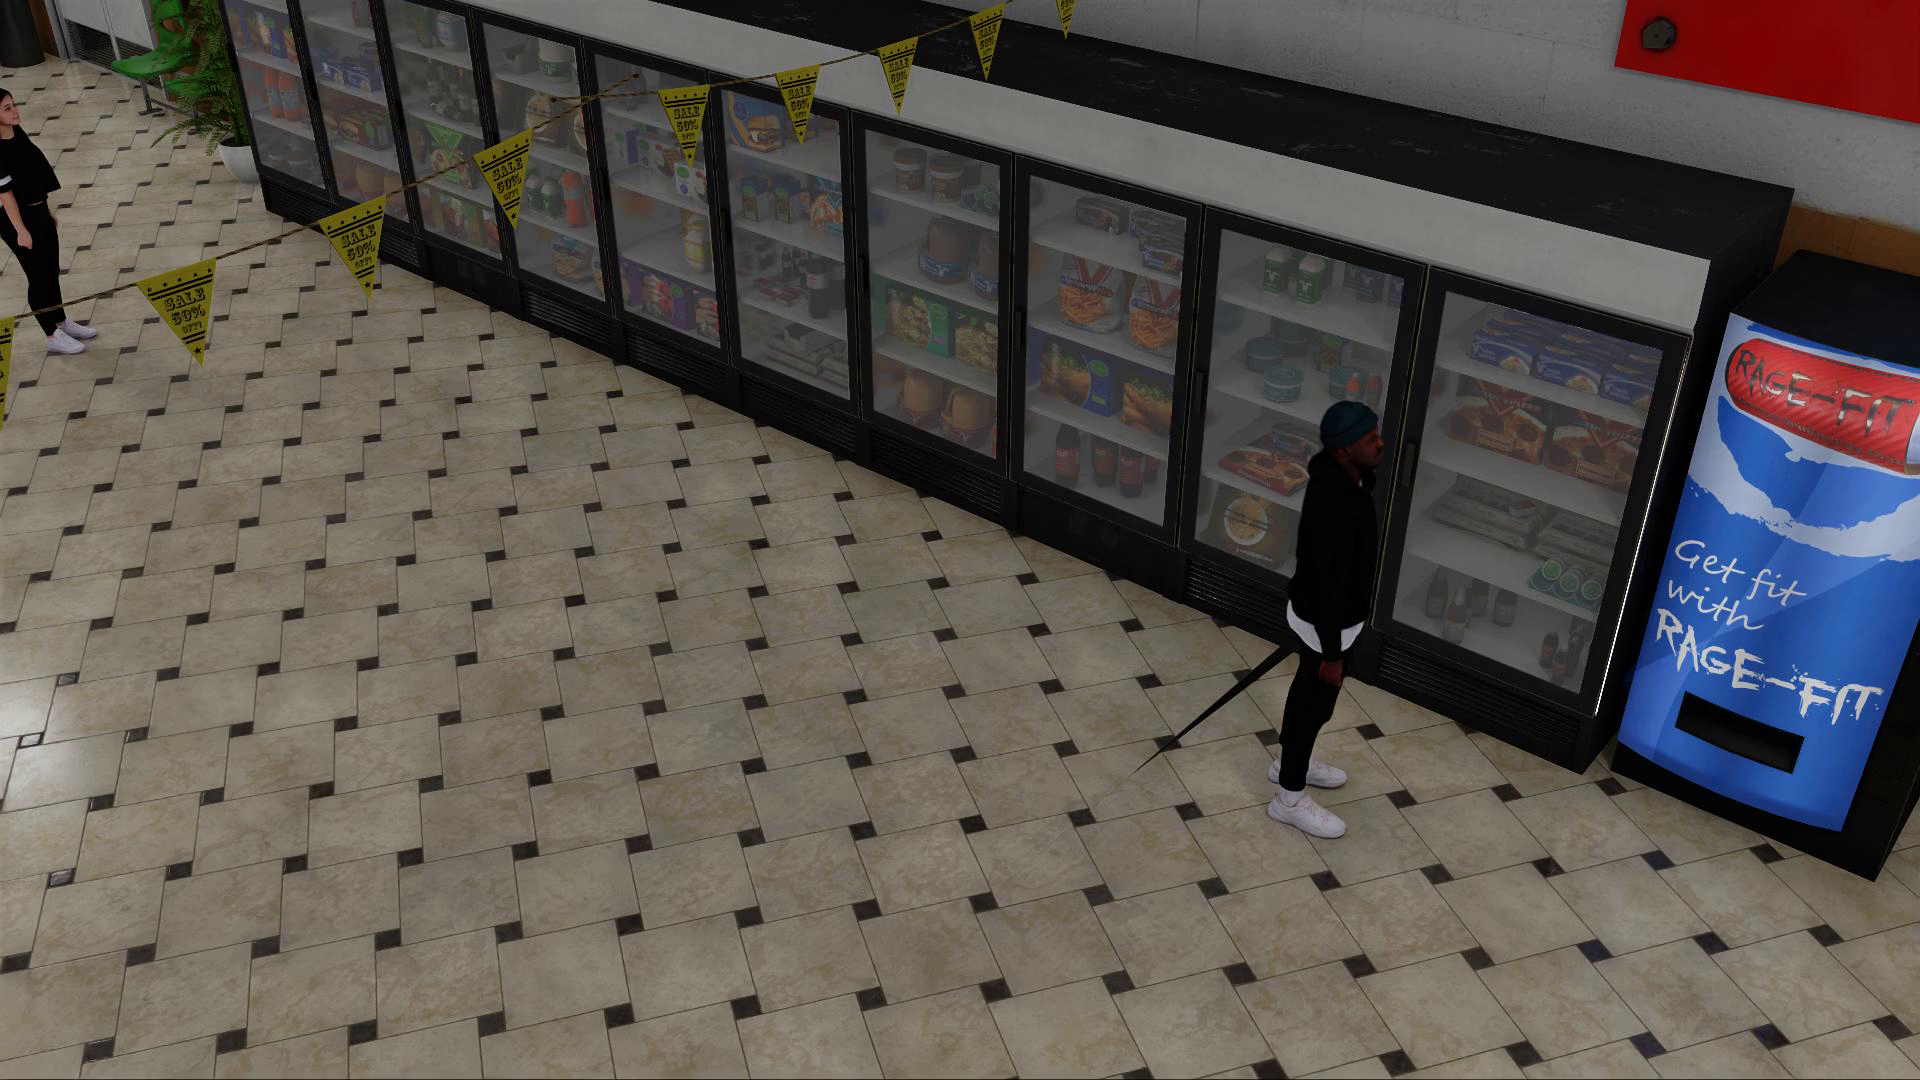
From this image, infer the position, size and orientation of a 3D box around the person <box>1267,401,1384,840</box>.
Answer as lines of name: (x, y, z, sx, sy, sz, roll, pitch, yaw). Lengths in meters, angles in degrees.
person: (1.392, 0.285, 6.339, 0.817, 1.818, 0.682, 8, 33, 12)

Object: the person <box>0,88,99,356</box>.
person: (-5.640, -1.934, 10.073, 0.771, 1.639, 0.709, -2, 32, -4)
